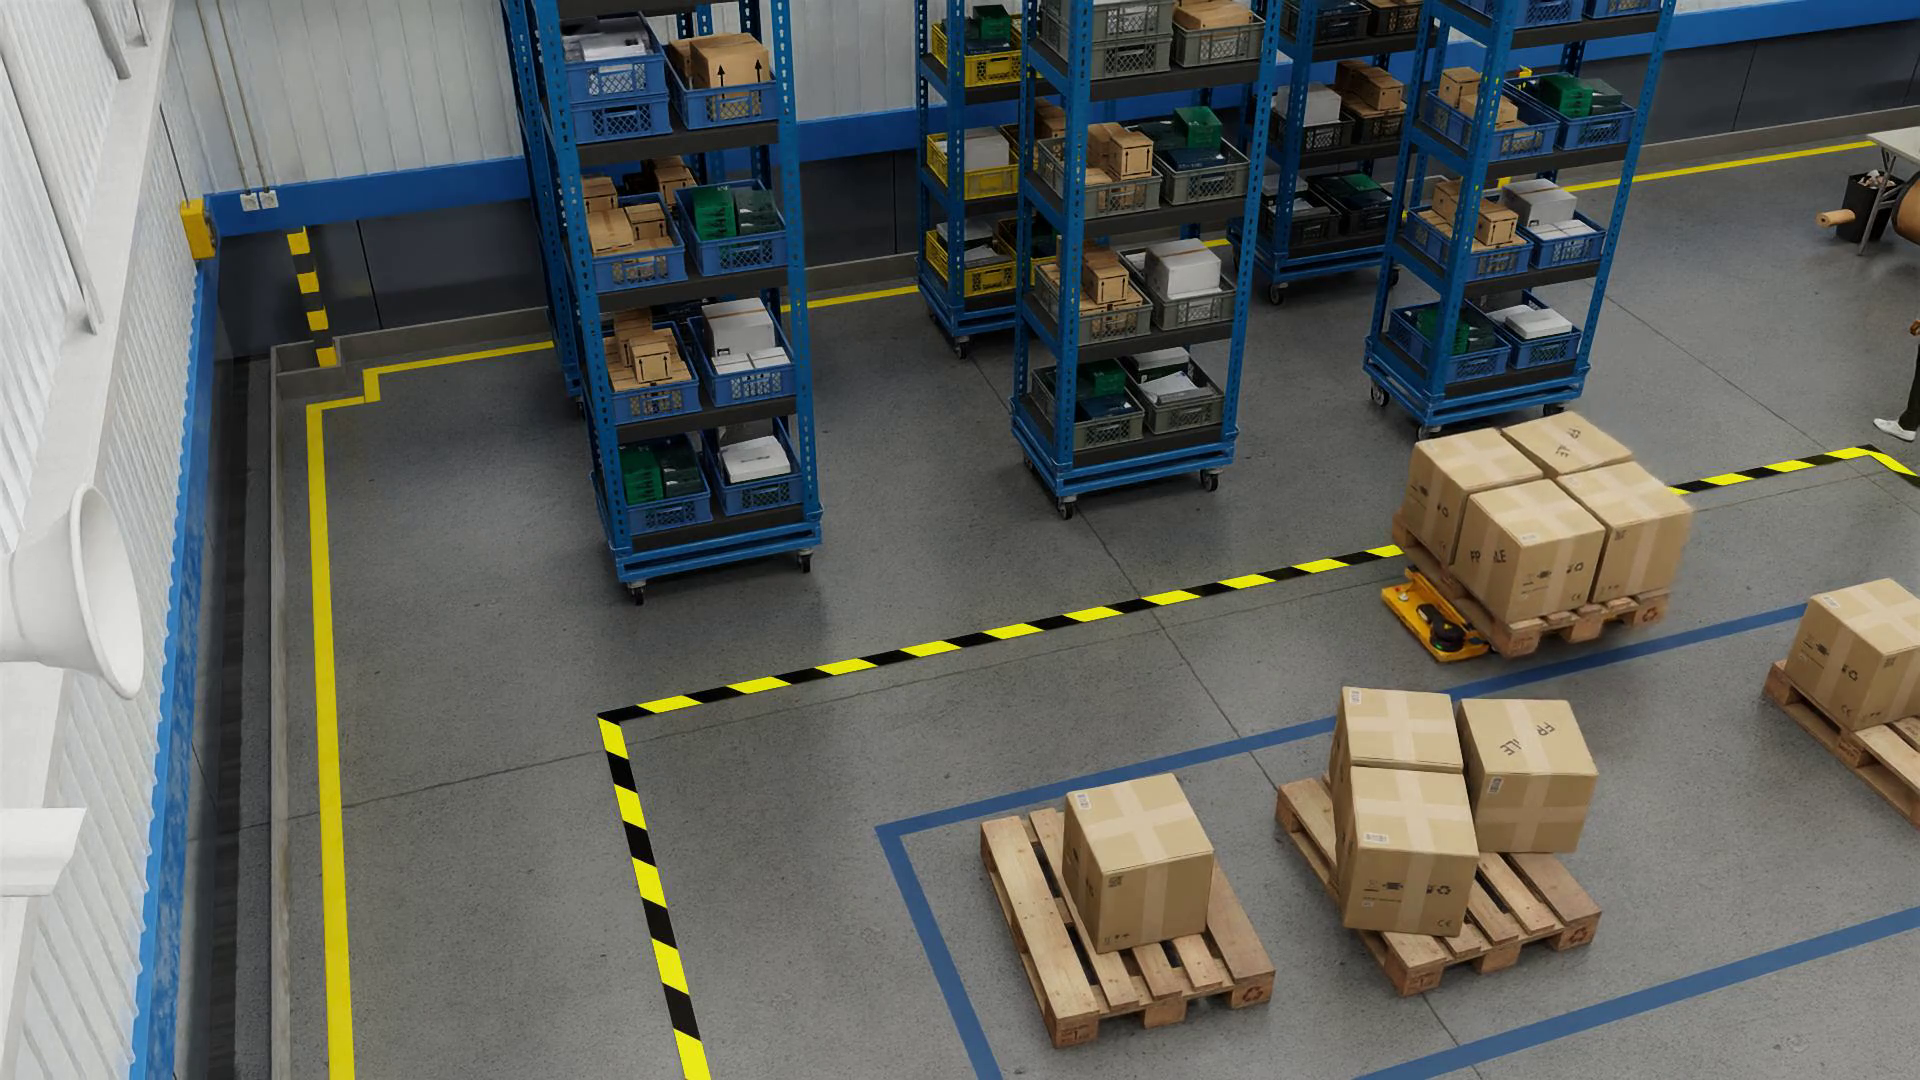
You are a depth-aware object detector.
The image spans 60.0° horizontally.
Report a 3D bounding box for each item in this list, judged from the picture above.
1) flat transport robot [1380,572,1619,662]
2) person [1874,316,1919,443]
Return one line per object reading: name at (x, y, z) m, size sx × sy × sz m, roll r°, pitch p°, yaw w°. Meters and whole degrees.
flat transport robot at (3.230, 0.303, 9.602) m, size 1.431 × 0.197 × 0.652 m, roll -11°, pitch 37°, yaw -15°
person at (6.460, -1.502, 10.811) m, size 0.596 × 1.852 × 0.378 m, roll -11°, pitch 37°, yaw -16°
